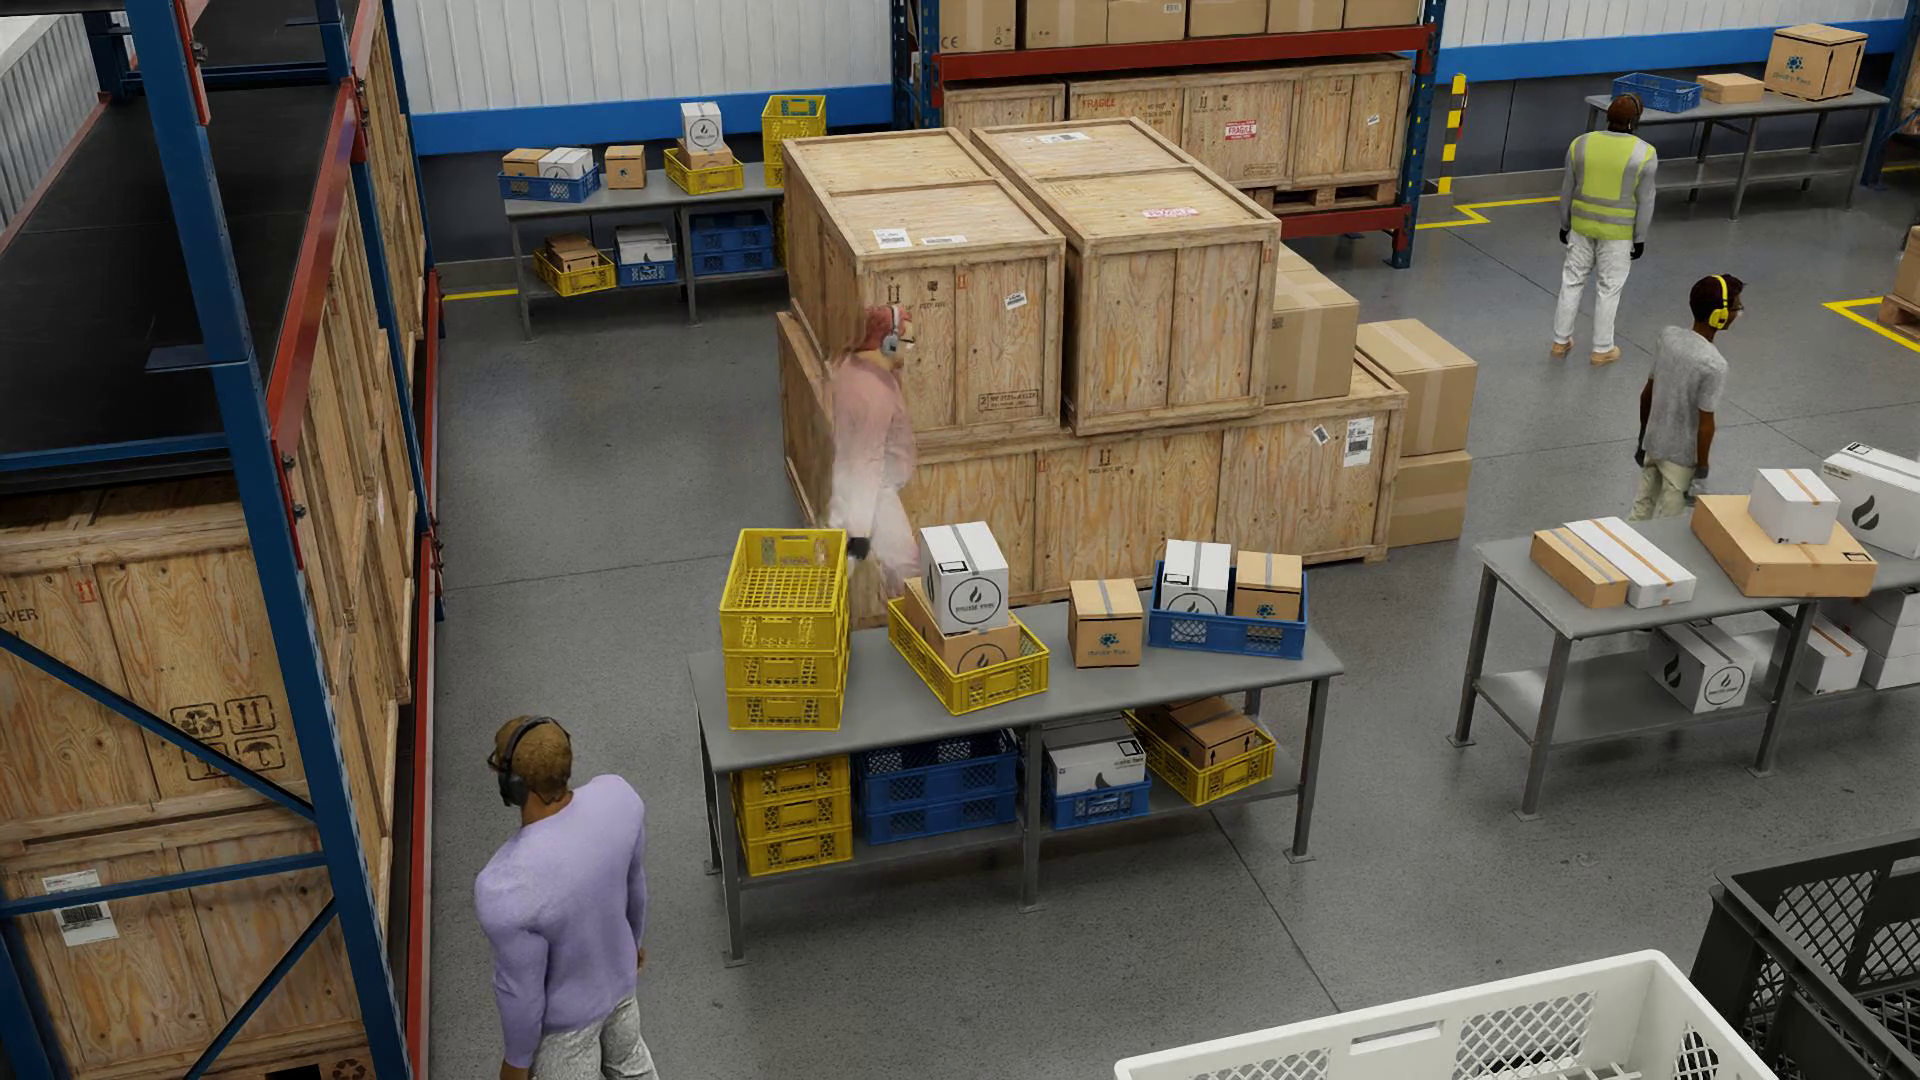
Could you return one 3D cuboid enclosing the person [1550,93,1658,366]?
[{"bbox_3d":[4.369,-2.106,11.294,0.621,1.845,0.429,23,36,35],"label":"person"}]

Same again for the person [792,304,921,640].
[{"bbox_3d":[-0.397,-0.214,7.865,1.000,1.843,0.692,-6,29,-11],"label":"person"}]

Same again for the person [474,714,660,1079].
[{"bbox_3d":[-1.138,1.342,4.937,0.353,1.937,0.635,14,32,23],"label":"person"}]

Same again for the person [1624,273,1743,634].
[{"bbox_3d":[3.526,-0.419,8.204,0.325,1.871,0.516,-6,30,-12],"label":"person"}]
